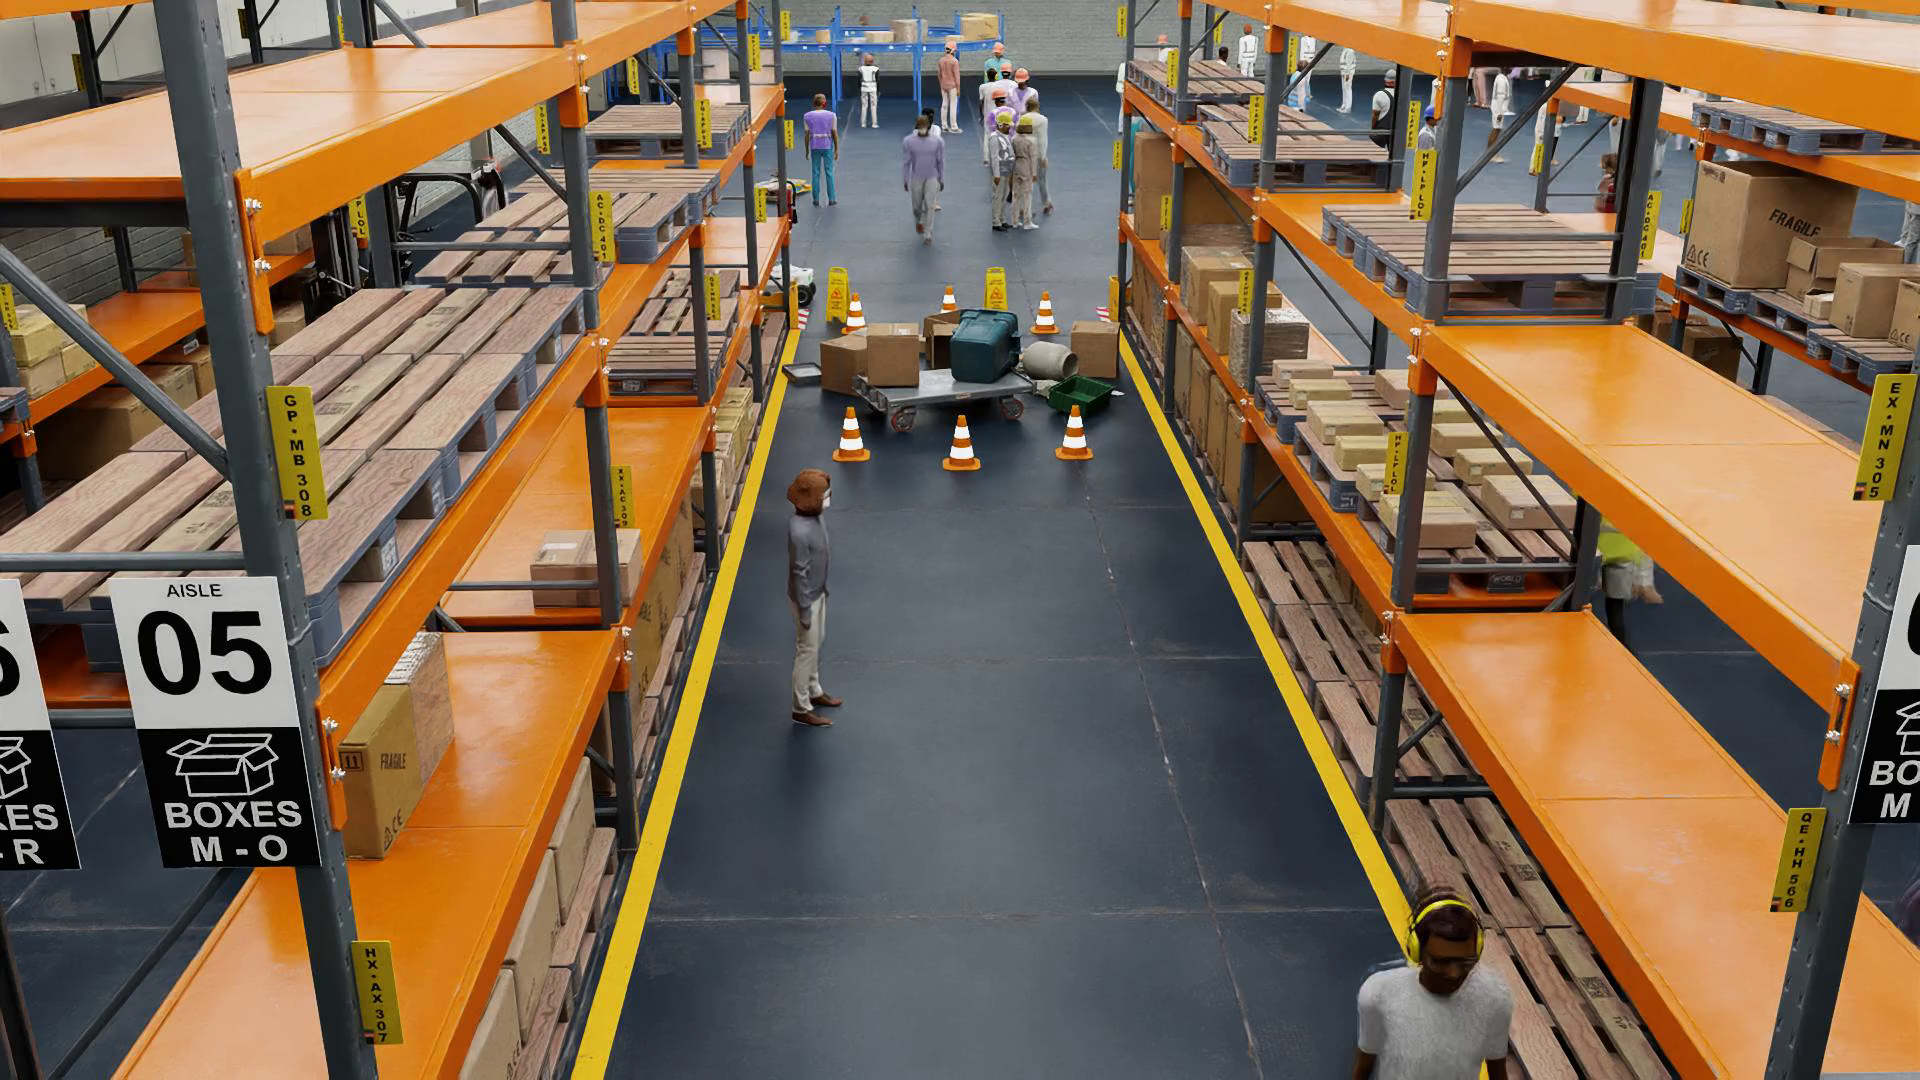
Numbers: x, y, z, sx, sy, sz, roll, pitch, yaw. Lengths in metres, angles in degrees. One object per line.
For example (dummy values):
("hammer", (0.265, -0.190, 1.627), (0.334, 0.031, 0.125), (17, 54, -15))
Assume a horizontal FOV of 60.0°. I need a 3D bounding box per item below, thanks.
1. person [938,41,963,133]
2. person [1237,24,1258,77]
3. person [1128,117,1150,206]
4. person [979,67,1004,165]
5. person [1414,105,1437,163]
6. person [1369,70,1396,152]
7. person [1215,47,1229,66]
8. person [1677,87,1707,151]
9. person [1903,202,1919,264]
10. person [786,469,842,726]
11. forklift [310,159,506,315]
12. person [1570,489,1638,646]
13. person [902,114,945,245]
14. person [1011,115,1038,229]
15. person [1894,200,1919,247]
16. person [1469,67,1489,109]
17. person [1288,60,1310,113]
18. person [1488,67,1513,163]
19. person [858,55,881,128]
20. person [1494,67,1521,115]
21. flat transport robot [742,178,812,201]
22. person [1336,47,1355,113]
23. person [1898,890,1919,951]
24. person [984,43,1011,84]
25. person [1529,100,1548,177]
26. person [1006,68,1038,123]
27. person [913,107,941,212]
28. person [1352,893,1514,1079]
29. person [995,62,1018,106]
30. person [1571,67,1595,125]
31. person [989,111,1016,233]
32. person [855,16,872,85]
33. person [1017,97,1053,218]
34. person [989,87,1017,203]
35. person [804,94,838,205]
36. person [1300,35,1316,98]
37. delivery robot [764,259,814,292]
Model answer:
("person", (-0.213, -10.103, 37.133), (0.608, 1.987, 0.388), (19, 28, 40))
("person", (7.628, -12.726, 44.206), (0.572, 1.887, 0.355), (-11, 23, -26))
("person", (2.968, -6.449, 27.694), (0.345, 1.837, 0.510), (-11, 23, -27))
("person", (0.618, -8.242, 32.375), (0.521, 1.874, 0.328), (3, 21, 8))
("person", (7.123, -5.655, 25.426), (0.380, 1.950, 0.605), (8, 22, 19))
("person", (7.702, -7.455, 30.058), (0.688, 2.000, 0.536), (-4, 21, -10))
("person", (5.725, -9.927, 36.786), (0.411, 1.907, 0.600), (-6, 21, -14))
("person", (15.058, -8.875, 34.222), (0.544, 1.747, 0.453), (8, 22, 20))
("person", (12.799, -4.341, 21.961), (0.403, 1.943, 0.610), (-4, 21, -10))
("person", (-0.899, 0.341, 10.036), (0.278, 1.622, 0.510), (3, 21, 7))
("forklift", (-5.622, -2.910, 17.832), (2.313, 2.155, 1.214), (-1, 21, -1))
("person", (4.123, 0.089, 10.648), (0.521, 1.653, 0.832), (0, 21, 1))
("person", (-0.536, -5.390, 24.783), (0.631, 1.920, 0.656), (0, 21, 1))
("person", (1.006, -5.739, 25.938), (0.493, 1.741, 0.315), (17, 27, 38))
("person", (14.157, -5.190, 24.499), (0.486, 1.736, 0.320), (0, 21, 1))
("person", (13.079, -11.799, 41.794), (0.460, 1.865, 0.792), (0, 21, 0))
("person", (7.012, -8.986, 34.405), (0.430, 1.833, 0.621), (-1, 21, -3))
("person", (10.647, -8.463, 32.721), (0.390, 2.041, 0.614), (5, 21, 13))
("person", (-2.070, -10.244, 38.021), (0.531, 1.631, 0.333), (6, 22, 16))
("person", (13.303, -11.308, 40.445), (0.577, 1.892, 0.669), (-17, 27, -38))
("flat transport robot", (-3.176, -6.126, 29.007), (0.652, 0.197, 1.431), (8, 22, 21))
("person", (9.485, -11.487, 40.869), (0.425, 1.937, 0.604), (0, 21, -1))
("person", (4.544, 1.314, 7.331), (0.542, 1.724, 0.918), (-1, 21, -2))
("person", (0.837, -9.942, 36.702), (0.611, 1.990, 0.392), (-4, 21, -10))
("person", (10.897, -7.629, 31.100), (0.287, 1.625, 0.497), (10, 23, 24))
("person", (1.114, -7.560, 30.347), (0.605, 2.034, 0.389), (3, 21, 9))
("person", (-0.540, -6.271, 27.420), (0.533, 1.691, 0.321), (-13, 25, -31))
("person", (1.544, 1.937, 5.536), (0.532, 1.838, 0.915), (0, 21, 0))
("person", (0.896, -8.376, 32.656), (0.547, 1.929, 0.385), (5, 21, 14))
("person", (14.517, -10.490, 38.664), (0.507, 1.623, 0.294), (-16, 26, -35))
("person", (0.656, -5.685, 25.682), (0.403, 1.825, 0.586), (7, 22, 18))
("person", (-2.774, -14.016, 47.608), (0.528, 1.896, 0.671), (-14, 25, -32))
("person", (1.238, -6.217, 27.017), (0.701, 1.873, 0.963), (16, 26, 36))
("person", (0.719, -6.684, 28.209), (0.579, 1.913, 0.466), (-12, 24, -28))
("person", (-2.330, -6.549, 27.947), (0.563, 1.838, 0.389), (0, 21, 0))
("person", (9.220, -12.694, 44.123), (0.583, 1.882, 0.337), (-19, 28, -41))
("delivery robot", (-2.217, -3.310, 21.039), (0.707, 0.478, 0.477), (1, 21, 1))
